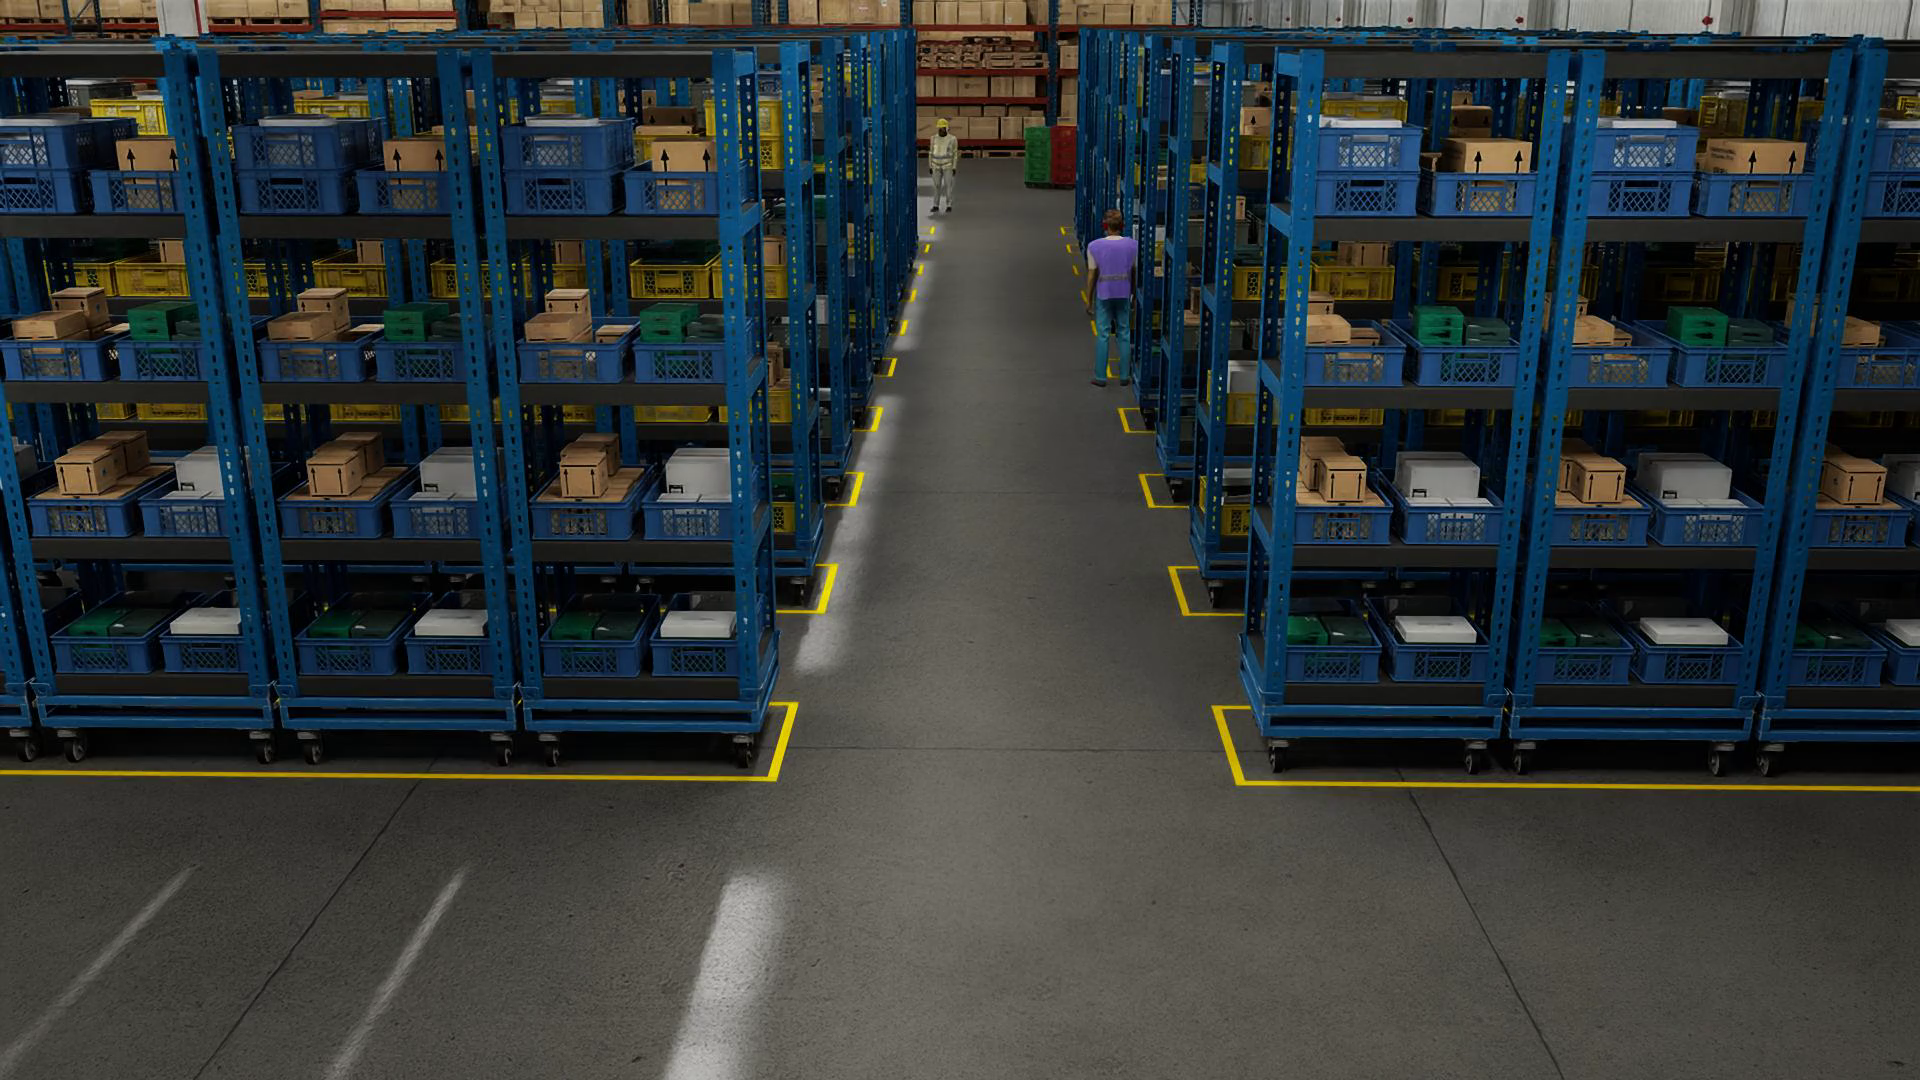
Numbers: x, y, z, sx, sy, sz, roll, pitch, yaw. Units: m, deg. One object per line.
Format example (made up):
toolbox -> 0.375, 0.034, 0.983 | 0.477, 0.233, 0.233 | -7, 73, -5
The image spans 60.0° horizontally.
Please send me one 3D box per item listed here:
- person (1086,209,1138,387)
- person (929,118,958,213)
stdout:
person -> 1.591, -2.509, 17.331 | 0.566, 1.847, 0.389 | -3, 18, -9
person -> -0.350, -7.444, 33.084 | 0.592, 1.832, 0.403 | 5, 18, 17
